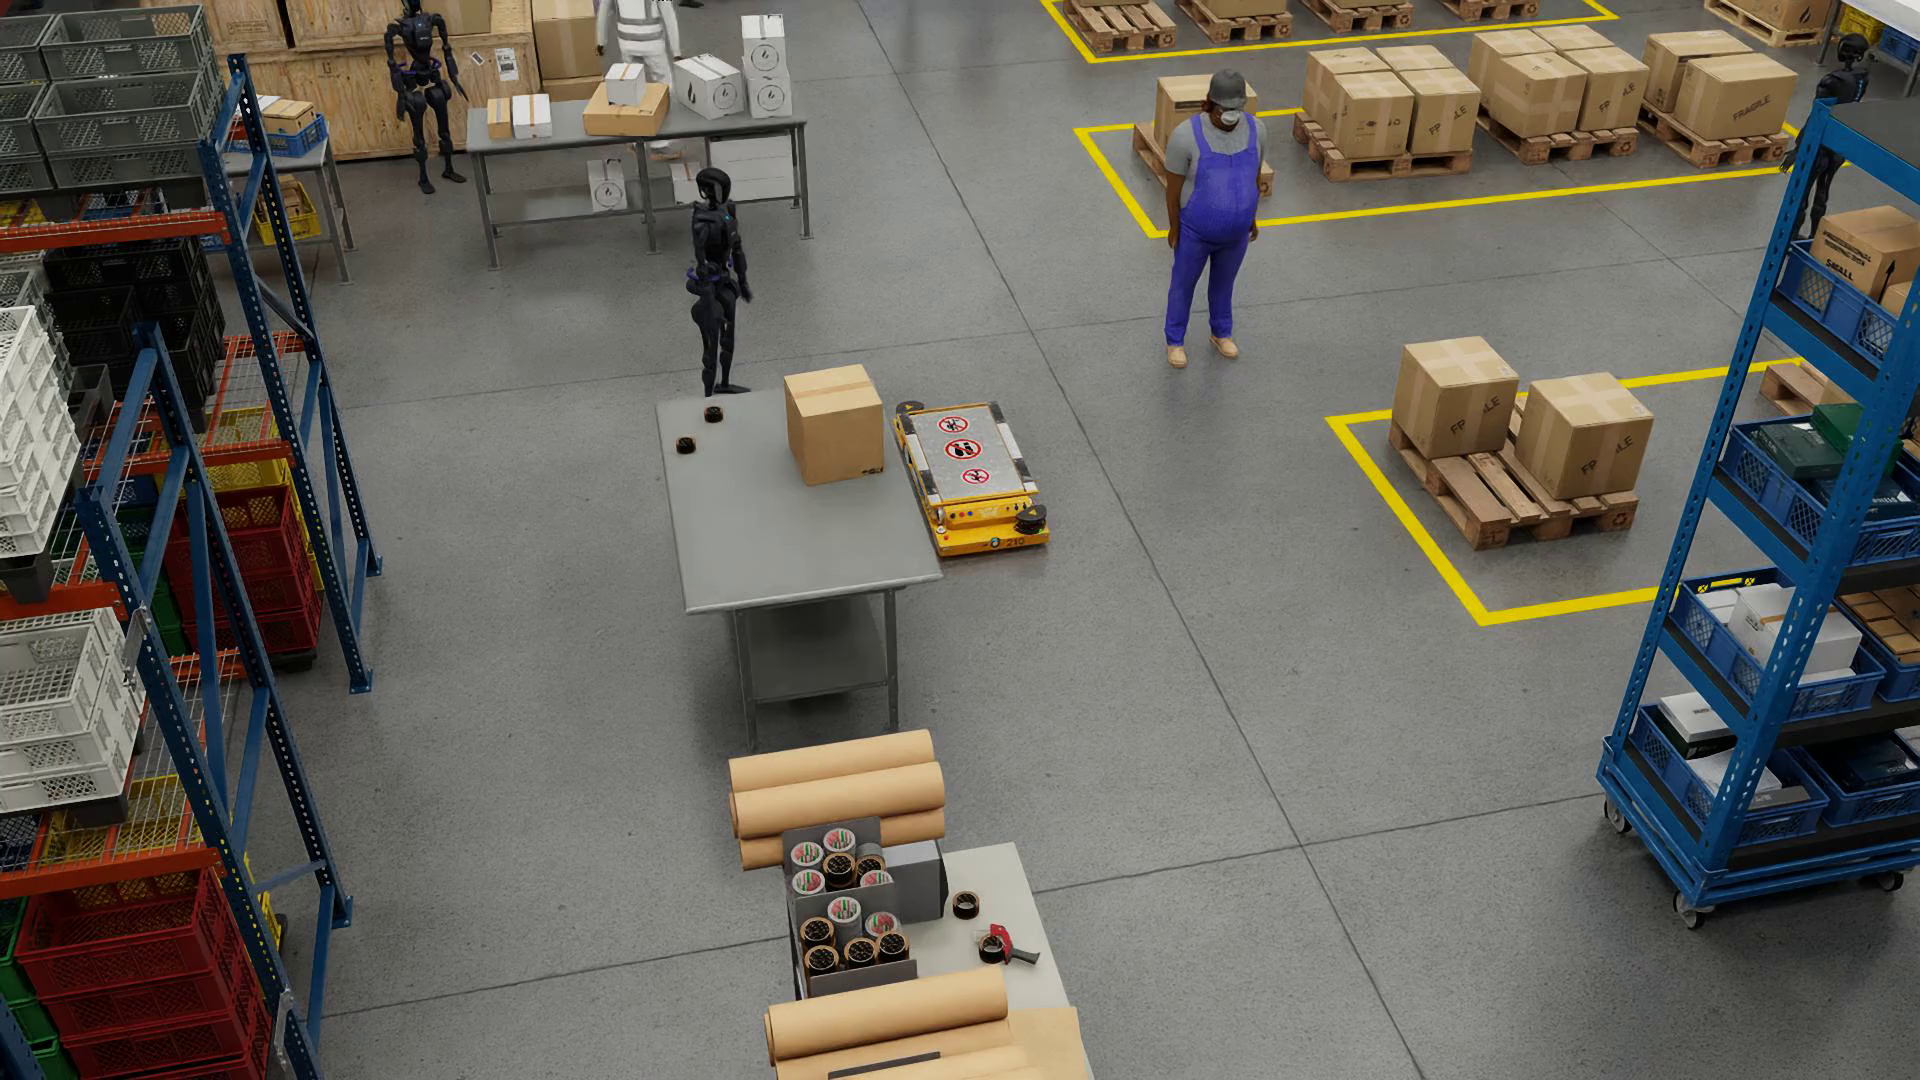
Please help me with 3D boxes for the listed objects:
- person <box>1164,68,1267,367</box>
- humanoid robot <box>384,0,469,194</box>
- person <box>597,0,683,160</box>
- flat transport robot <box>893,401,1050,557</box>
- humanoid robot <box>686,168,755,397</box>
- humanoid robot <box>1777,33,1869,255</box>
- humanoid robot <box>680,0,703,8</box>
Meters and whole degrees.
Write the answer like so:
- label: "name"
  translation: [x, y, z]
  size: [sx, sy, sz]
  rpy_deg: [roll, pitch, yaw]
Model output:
- label: "person"
  translation: [1.683, -2.092, 10.882]
  size: [0.678, 2.000, 0.537]
  rpy_deg: [-10, 38, -13]
- label: "humanoid robot"
  translation: [-4.232, -3.593, 13.190]
  size: [0.601, 1.657, 0.330]
  rpy_deg: [-30, 46, -34]
- label: "person"
  translation: [-2.655, -4.040, 13.645]
  size: [0.758, 1.878, 0.364]
  rpy_deg: [8, 37, 10]
- label: "flat transport robot"
  translation: [0.046, -0.430, 10.108]
  size: [0.652, 0.197, 1.431]
  rpy_deg: [-8, 37, -10]
- label: "humanoid robot"
  translation: [-1.523, -1.568, 10.480]
  size: [0.326, 1.651, 0.571]
  rpy_deg: [12, 38, 16]
- label: "humanoid robot"
  translation: [6.373, -2.911, 12.274]
  size: [0.601, 1.657, 0.323]
  rpy_deg: [-18, 40, -22]
- label: "humanoid robot"
  translation: [-2.580, -6.199, 16.728]
  size: [0.655, 1.615, 0.604]
  rpy_deg: [3, 37, 4]
